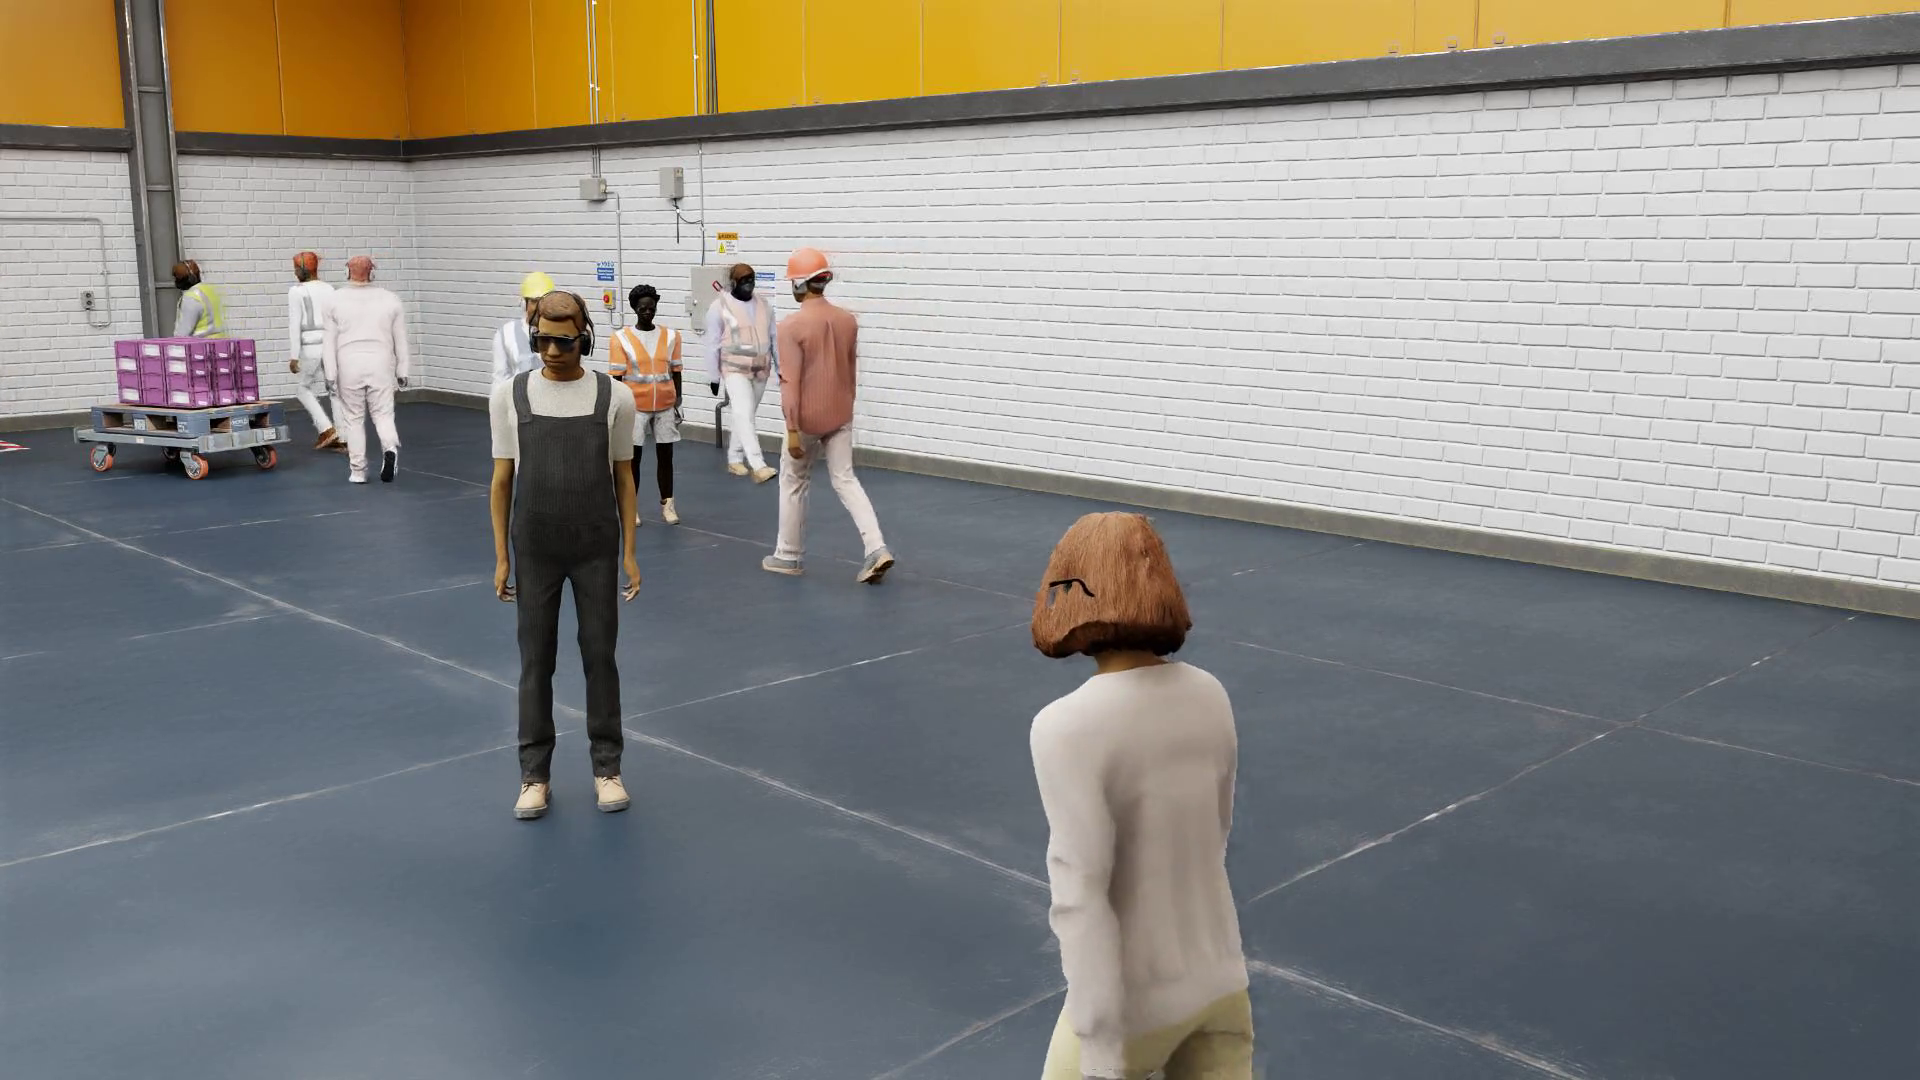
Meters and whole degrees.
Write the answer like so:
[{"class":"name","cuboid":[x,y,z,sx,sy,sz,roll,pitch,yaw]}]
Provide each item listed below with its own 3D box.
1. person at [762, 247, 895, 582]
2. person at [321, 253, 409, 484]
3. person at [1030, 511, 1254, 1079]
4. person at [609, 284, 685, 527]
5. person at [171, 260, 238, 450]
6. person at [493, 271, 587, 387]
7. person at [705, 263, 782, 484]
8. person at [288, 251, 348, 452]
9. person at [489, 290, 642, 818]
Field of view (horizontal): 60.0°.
[{"class":"person","cuboid":[-0.783,-0.724,9.731,0.625,1.959,0.955,-10,14,-43]},{"class":"person","cuboid":[-4.779,-1.359,13.412,0.657,1.886,0.686,-6,12,-28]},{"class":"person","cuboid":[0.282,0.745,2.742,0.506,1.562,0.868,-8,13,-38]},{"class":"person","cuboid":[-2.176,-0.932,11.586,0.530,1.689,0.321,-5,12,-27]},{"class":"person","cuboid":[-7.205,-1.712,15.562,0.829,1.794,0.645,-2,11,-11]},{"class":"person","cuboid":[-2.702,-0.832,10.740,0.595,1.808,0.838,-2,11,-13]},{"class":"person","cuboid":[-1.746,-1.382,13.764,0.621,1.792,0.964,-9,14,-41]},{"class":"person","cuboid":[-5.950,-1.729,15.430,0.427,1.870,0.661,6,12,31]},{"class":"person","cuboid":[-1.370,0.053,5.809,0.505,1.839,0.344,-2,11,-13]}]
